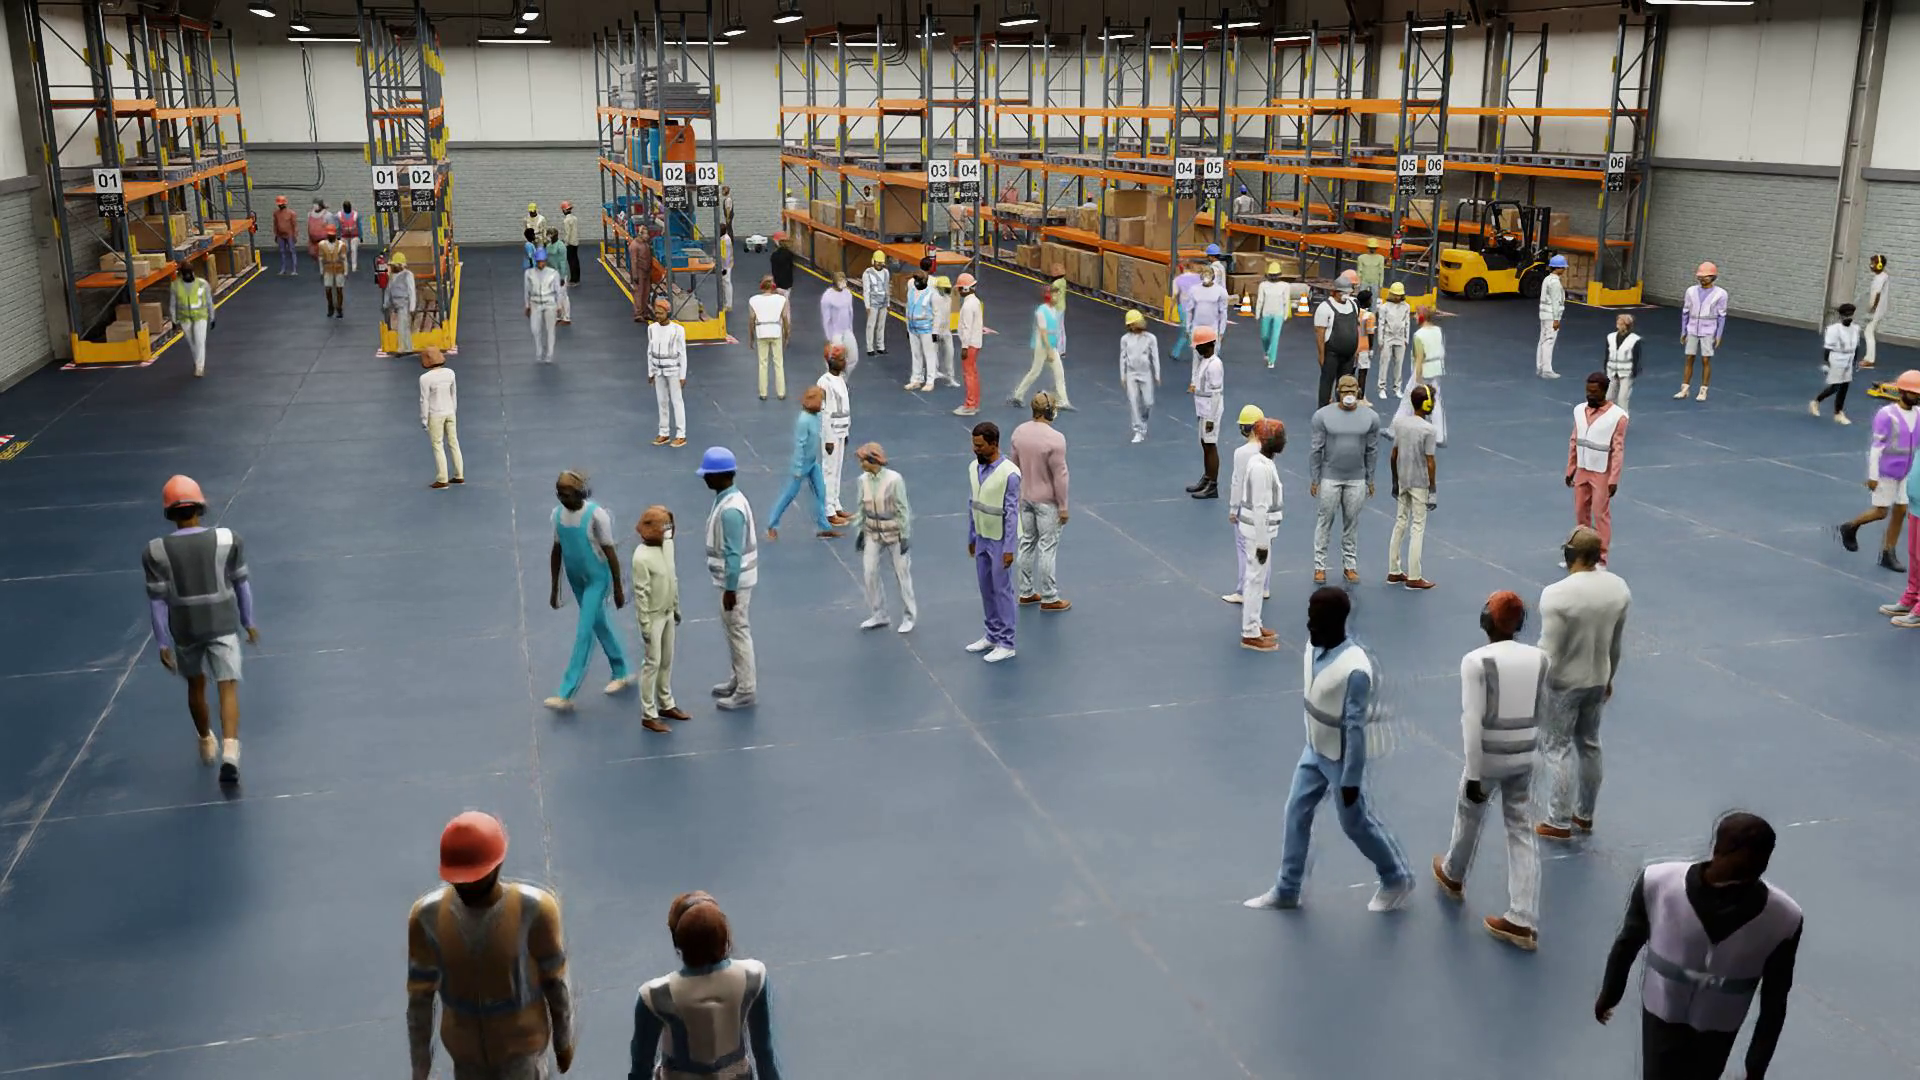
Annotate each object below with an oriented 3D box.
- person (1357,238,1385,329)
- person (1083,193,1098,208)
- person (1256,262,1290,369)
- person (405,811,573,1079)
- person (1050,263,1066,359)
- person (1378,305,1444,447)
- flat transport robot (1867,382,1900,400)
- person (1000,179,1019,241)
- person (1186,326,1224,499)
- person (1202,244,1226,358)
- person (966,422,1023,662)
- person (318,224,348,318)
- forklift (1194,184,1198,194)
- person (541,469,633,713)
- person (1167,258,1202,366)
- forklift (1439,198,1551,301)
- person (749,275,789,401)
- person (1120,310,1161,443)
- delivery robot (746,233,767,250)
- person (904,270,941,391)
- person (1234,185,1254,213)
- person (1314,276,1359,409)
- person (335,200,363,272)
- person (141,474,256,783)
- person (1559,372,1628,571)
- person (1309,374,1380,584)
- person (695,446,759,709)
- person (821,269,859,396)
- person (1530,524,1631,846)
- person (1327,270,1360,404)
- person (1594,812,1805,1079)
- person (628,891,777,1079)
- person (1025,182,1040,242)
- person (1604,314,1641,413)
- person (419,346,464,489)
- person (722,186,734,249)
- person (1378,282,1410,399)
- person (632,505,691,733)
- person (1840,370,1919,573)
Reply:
[{"bbox_3d":[7.917,-4.952,32.118,0.518,1.757,0.338,1,15,5],"label":"person"},{"bbox_3d":[3.686,-9.075,47.689,0.590,1.715,0.738,-1,15,-4],"label":"person"},{"bbox_3d":[5.192,-3.743,27.598,0.527,1.746,0.594,4,15,16],"label":"person"},{"bbox_3d":[-1.730,1.893,6.081,0.562,1.893,0.925,0,15,-1],"label":"person"},{"bbox_3d":[1.668,-3.910,28.429,0.273,1.632,0.507,6,16,20],"label":"person"},{"bbox_3d":[5.876,-2.115,21.363,0.576,1.798,0.961,-12,19,-38],"label":"person"},{"bbox_3d":[14.083,-2.123,24.317,0.652,0.197,1.431,-3,15,-13],"label":"flat transport robot"},{"bbox_3d":[1.584,-10.329,52.066,0.655,1.904,0.407,-8,17,-28],"label":"person"},{"bbox_3d":[2.729,-1.418,18.491,0.387,1.927,0.545,0,15,-1],"label":"person"},{"bbox_3d":[4.348,-4.090,28.525,0.413,1.941,0.605,6,16,20],"label":"person"},{"bbox_3d":[0.261,-0.004,13.218,0.415,1.907,0.593,-10,18,-34],"label":"person"},{"bbox_3d":[-12.657,-5.433,33.638,0.556,1.908,0.537,-4,15,-14],"label":"person"},{"bbox_3d":[7.392,-11.333,53.972,1.873,2.768,1.129,-4,15,-15],"label":"forklift"},{"bbox_3d":[-2.748,0.350,12.113,0.522,1.776,0.954,10,18,33],"label":"person"},{"bbox_3d":[3.779,-3.818,27.810,0.580,1.782,1.014,-9,17,-31],"label":"person"},{"bbox_3d":[11.913,-6.508,37.130,2.313,2.155,1.214,-4,15,-15],"label":"forklift"},{"bbox_3d":[-2.804,-2.968,24.481,0.571,1.843,0.373,-2,15,-7],"label":"person"},{"bbox_3d":[2.347,-2.134,21.620,0.544,1.706,0.533,4,15,16],"label":"person"},{"bbox_3d":[-5.894,-8.652,48.164,0.477,0.478,0.707,7,16,24],"label":"delivery robot"},{"bbox_3d":[-0.582,-3.188,25.316,0.624,1.845,0.430,12,19,39],"label":"person"},{"bbox_3d":[8.100,-9.166,47.607,0.605,1.948,0.391,-4,15,-16],"label":"person"},{"bbox_3d":[5.201,-2.626,22.819,0.686,2.000,0.535,-8,17,-27],"label":"person"},{"bbox_3d":[-15.678,-7.800,42.706,0.656,1.825,0.463,-4,15,-15],"label":"person"},{"bbox_3d":[-4.924,0.584,10.812,0.613,2.014,0.929,-6,16,-21],"label":"person"},{"bbox_3d":[5.940,-0.631,15.575,0.409,1.908,0.597,-7,17,-26],"label":"person"},{"bbox_3d":[3.503,-0.554,15.219,0.630,1.940,0.372,0,15,0],"label":"person"},{"bbox_3d":[-1.687,0.267,12.139,0.429,1.937,0.628,-3,15,-12],"label":"person"},{"bbox_3d":[-1.774,-3.036,24.582,0.466,1.921,0.666,11,19,36],"label":"person"},{"bbox_3d":[3.668,0.857,9.922,0.637,1.939,0.360,-6,16,-23],"label":"person"},{"bbox_3d":[5.381,-2.772,23.395,0.455,2.032,0.634,-11,18,-35],"label":"person"},{"bbox_3d":[2.798,1.847,6.375,0.661,1.843,0.997,5,16,19],"label":"person"},{"bbox_3d":[-0.914,2.058,6.050,0.526,1.599,0.872,-8,17,-28],"label":"person"},{"bbox_3d":[2.235,-10.171,51.575,0.529,1.855,0.333,6,16,21],"label":"person"},{"bbox_3d":[8.666,-2.156,21.848,0.355,1.626,0.530,-11,18,-35],"label":"person"},{"bbox_3d":[-5.948,-1.402,19.020,0.296,1.628,0.500,9,17,31],"label":"person"},{"bbox_3d":[-6.871,-9.546,49.252,0.350,1.838,0.504,-1,15,-5],"label":"person"},{"bbox_3d":[6.429,-2.953,24.648,0.491,1.730,0.324,-3,15,-10],"label":"person"},{"bbox_3d":[-2.116,0.545,11.688,0.291,1.625,0.507,5,16,18],"label":"person"},{"bbox_3d":[8.792,-0.681,15.754,0.541,1.920,0.651,-4,15,-15],"label":"person"}]
